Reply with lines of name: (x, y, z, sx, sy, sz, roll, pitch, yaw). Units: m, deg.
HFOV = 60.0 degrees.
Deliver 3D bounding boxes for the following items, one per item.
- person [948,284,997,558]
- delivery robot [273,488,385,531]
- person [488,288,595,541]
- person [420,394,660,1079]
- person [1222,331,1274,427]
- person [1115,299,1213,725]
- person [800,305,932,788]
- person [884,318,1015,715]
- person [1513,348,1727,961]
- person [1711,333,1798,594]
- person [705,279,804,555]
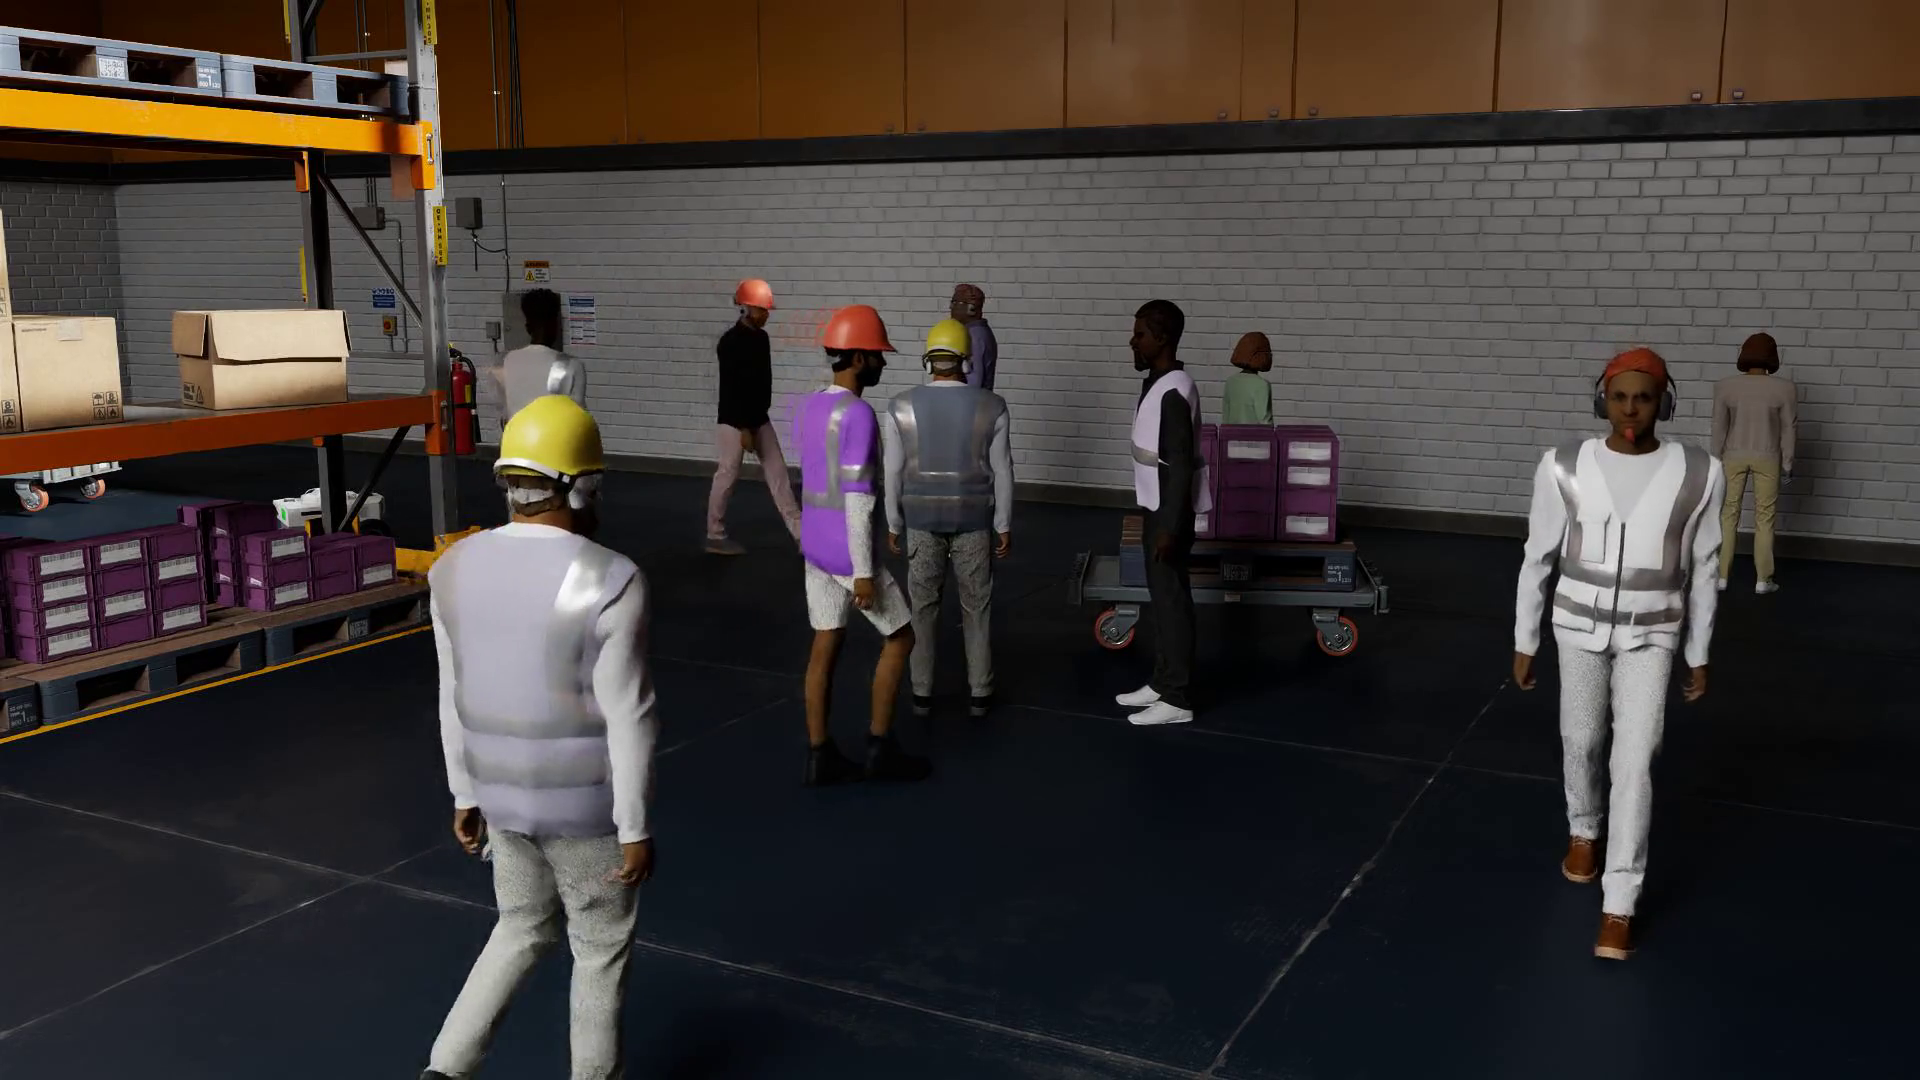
person: (0.043, -0.823, 11.647, 0.405, 1.913, 0.661, 1, 10, 8)
delivery robot: (-4.404, -0.192, 11.611, 0.707, 0.478, 0.477, -6, 11, -30)
person: (-2.262, -0.417, 9.222, 0.603, 1.931, 0.721, 2, 10, 14)
person: (-0.962, 0.584, 3.777, 0.590, 1.816, 0.612, 5, 11, 25)
person: (1.836, -0.501, 10.549, 0.279, 1.634, 0.497, -4, 11, -22)
person: (0.936, -0.122, 7.533, 0.397, 1.919, 0.590, 0, 10, -1)
person: (-0.360, 0.036, 6.612, 0.652, 1.918, 0.567, -5, 11, -28)
person: (-0.048, -0.099, 7.659, 0.600, 1.827, 0.403, 1, 10, 4)
person: (2.092, 0.306, 5.318, 0.594, 1.853, 0.856, 5, 11, 26)
person: (4.963, -0.479, 10.426, 0.497, 1.632, 0.289, 7, 12, 34)
person: (-1.383, -0.820, 11.519, 1.029, 1.933, 0.628, 4, 11, 24)
